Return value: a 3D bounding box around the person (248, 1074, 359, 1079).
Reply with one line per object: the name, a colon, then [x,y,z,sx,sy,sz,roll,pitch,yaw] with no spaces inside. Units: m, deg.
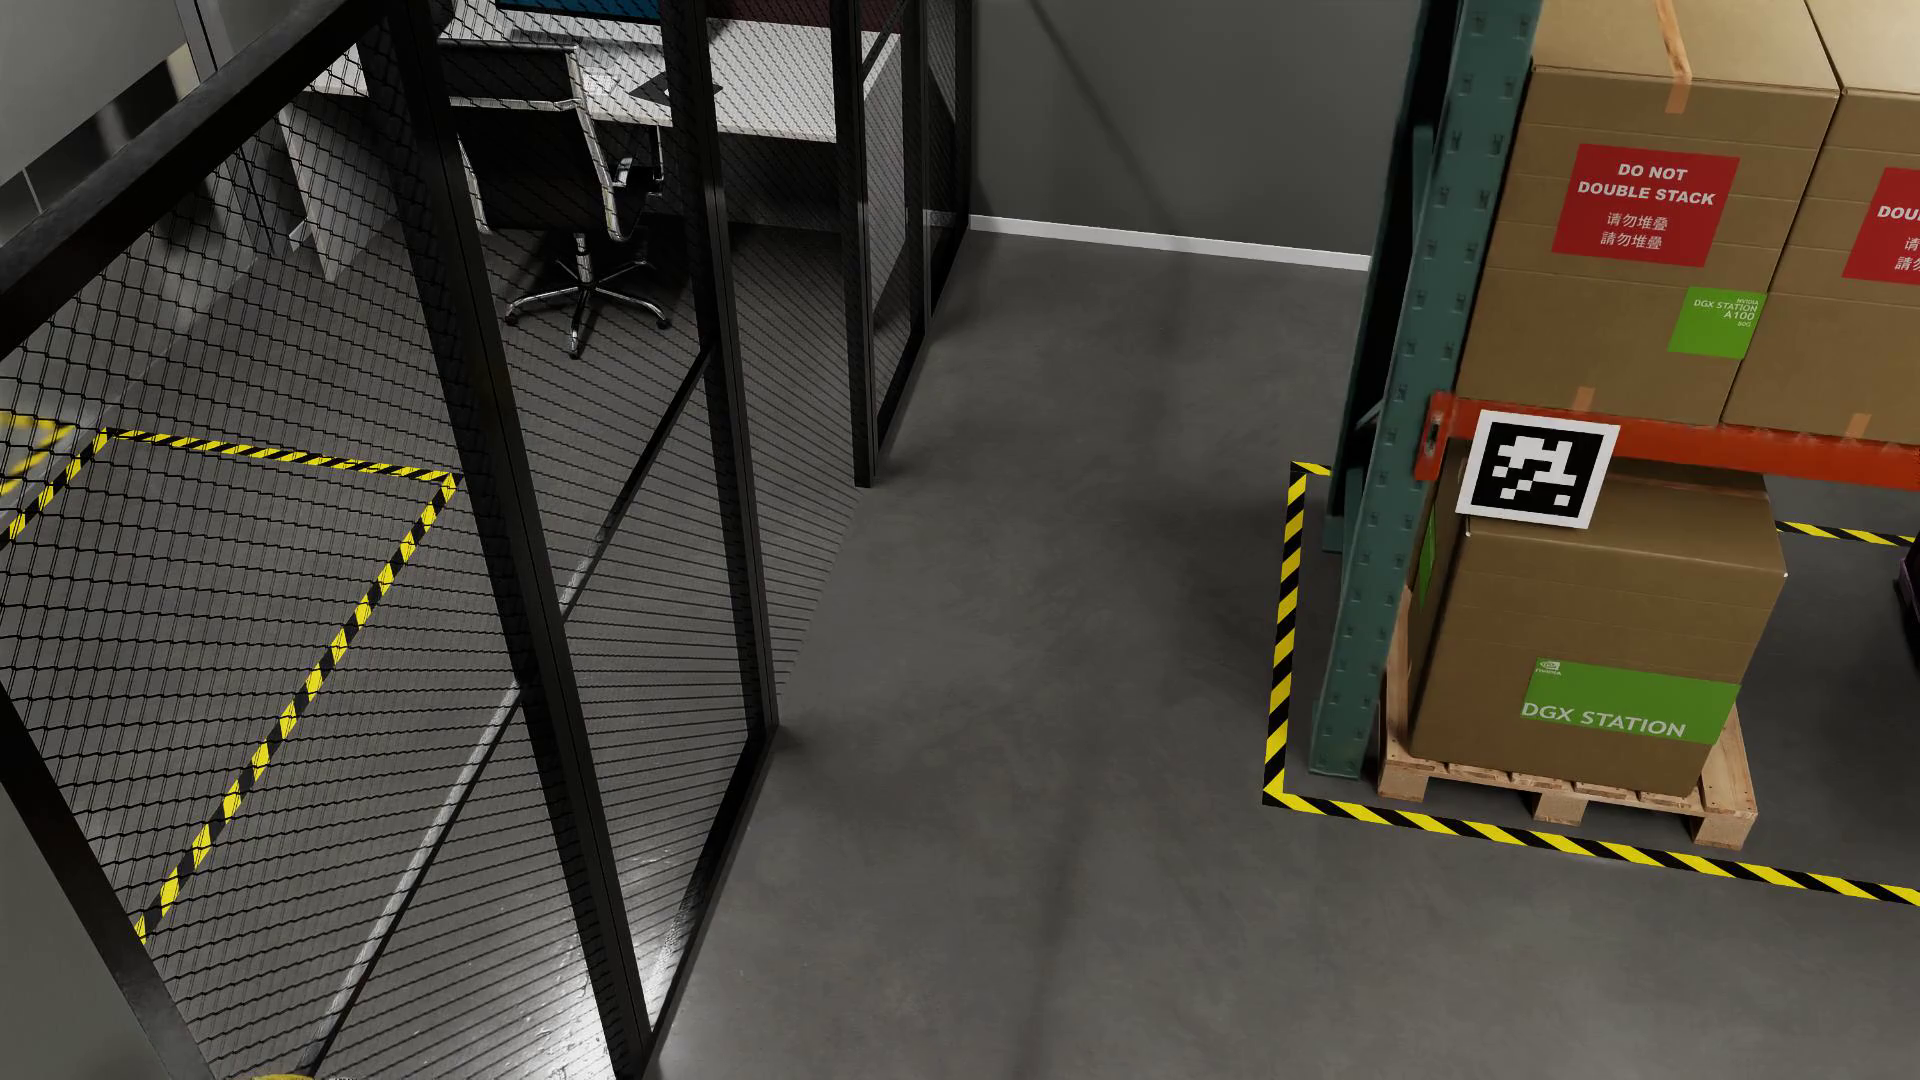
person: [-0.675,1.233,2.158,0.595,1.831,0.403,14,43,15]
